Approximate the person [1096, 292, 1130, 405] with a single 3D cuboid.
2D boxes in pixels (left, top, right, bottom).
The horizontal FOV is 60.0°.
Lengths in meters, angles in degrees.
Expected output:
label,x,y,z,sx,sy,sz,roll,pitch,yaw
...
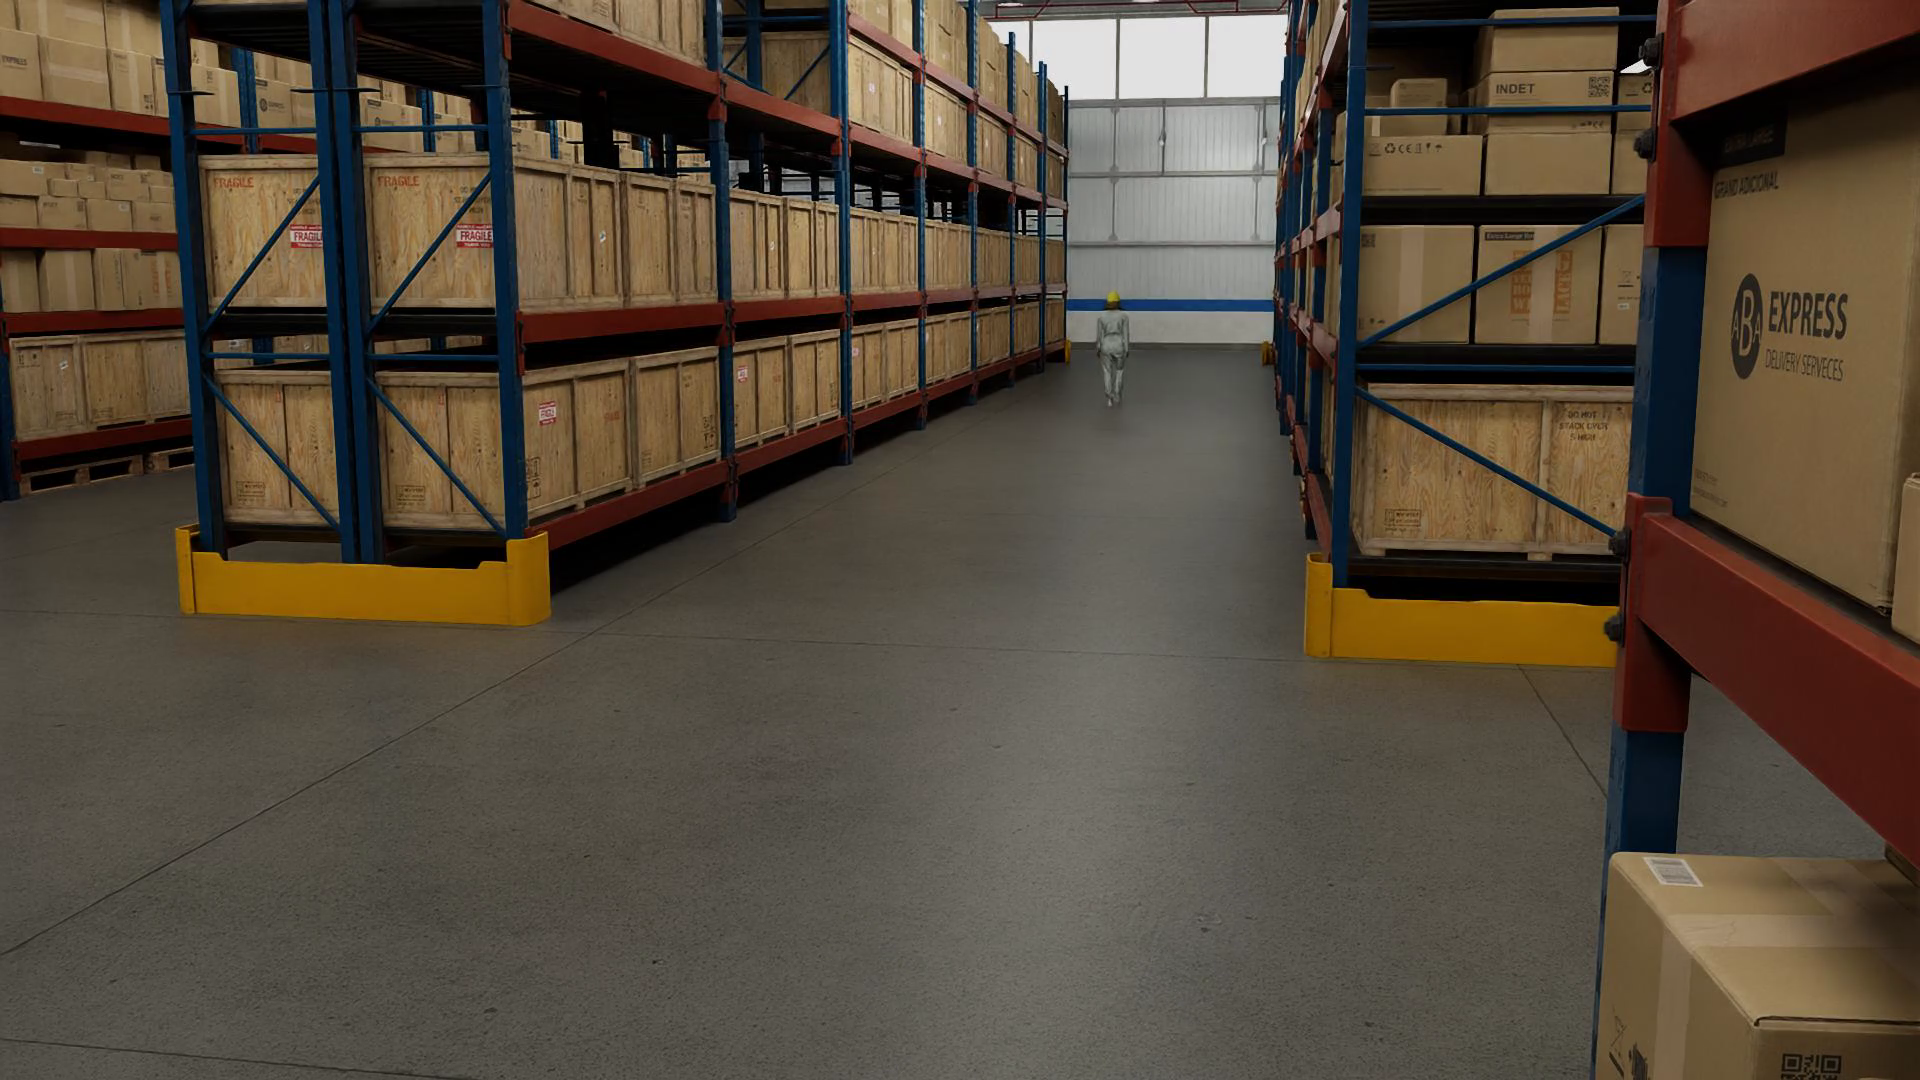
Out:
label,x,y,z,sx,sy,sz,roll,pitch,yaw
person,2.343,-2.932,25.480,0.508,1.701,0.849,1,9,7
